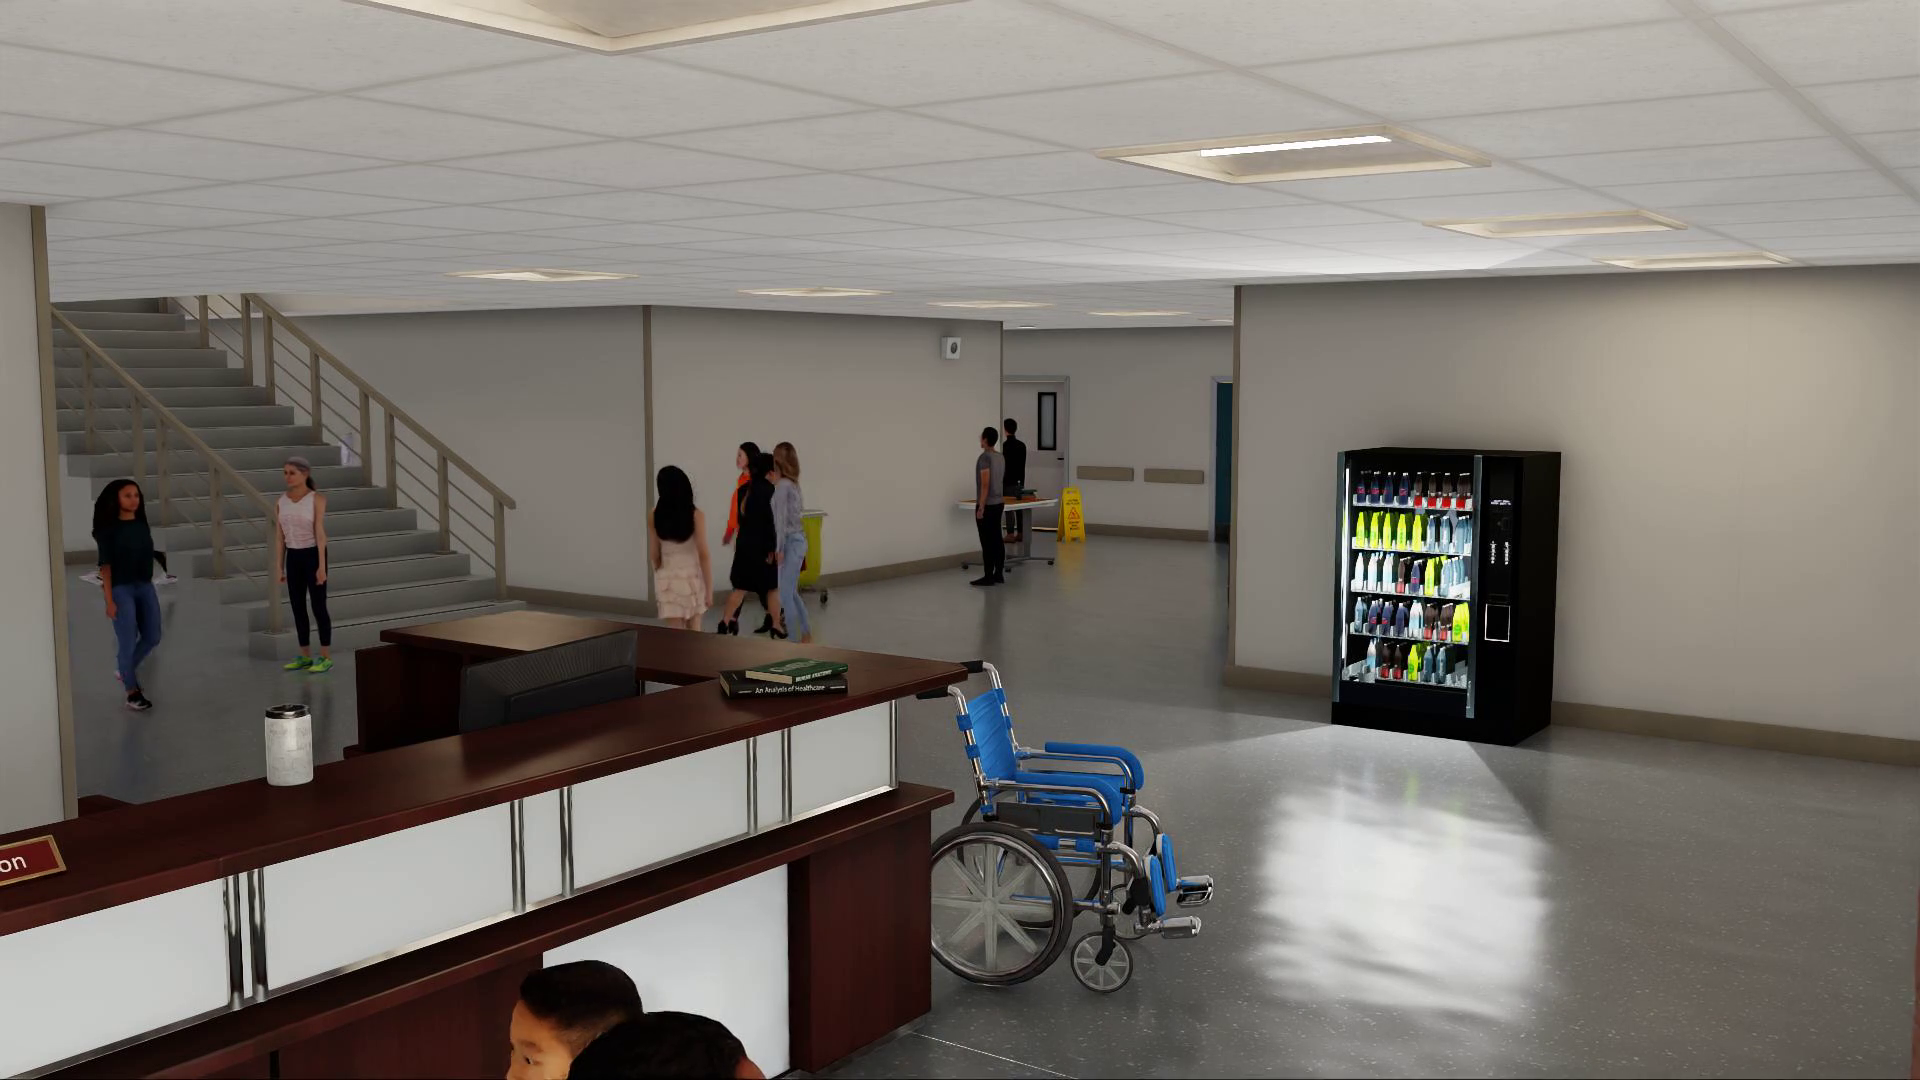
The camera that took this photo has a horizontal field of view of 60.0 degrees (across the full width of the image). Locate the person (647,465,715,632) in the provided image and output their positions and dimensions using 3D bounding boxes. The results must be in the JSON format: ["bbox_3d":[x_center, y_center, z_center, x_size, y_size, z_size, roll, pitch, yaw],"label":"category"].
[{"bbox_3d":[-1.885,0.373,11.228,0.777,1.704,0.834,2,6,15],"label":"person"}]

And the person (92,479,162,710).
[{"bbox_3d":[-5.865,0.382,11.642,0.683,1.605,0.605,3,7,30],"label":"person"}]

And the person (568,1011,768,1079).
[{"bbox_3d":[-0.324,1.335,1.890,0.748,1.660,0.626,-3,7,-30],"label":"person"}]

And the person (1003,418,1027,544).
[{"bbox_3d":[0.721,-0.826,23.061,0.566,1.722,0.678,5,8,43],"label":"person"}]

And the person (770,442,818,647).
[{"bbox_3d":[-1.370,0.087,13.673,0.721,1.784,0.714,0,6,-2],"label":"person"}]

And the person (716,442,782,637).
[{"bbox_3d":[-1.810,0.007,14.790,0.972,1.720,0.959,-2,6,-21],"label":"person"}]

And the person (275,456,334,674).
[{"bbox_3d":[-5.153,0.185,13.109,0.581,1.702,0.724,2,6,15],"label":"person"}]

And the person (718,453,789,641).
[{"bbox_3d":[-1.777,0.118,14.120,1.031,1.634,0.797,3,7,30],"label":"person"}]

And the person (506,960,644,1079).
[{"bbox_3d":[-0.492,1.365,2.674,0.559,1.442,0.698,6,8,45],"label":"person"}]

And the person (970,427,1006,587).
[{"bbox_3d":[0.331,-0.384,18.505,0.574,1.754,0.653,3,6,27],"label":"person"}]

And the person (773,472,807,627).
[{"bbox_3d":[-1.561,0.034,15.447,0.617,1.535,0.643,3,7,31],"label":"person"}]
